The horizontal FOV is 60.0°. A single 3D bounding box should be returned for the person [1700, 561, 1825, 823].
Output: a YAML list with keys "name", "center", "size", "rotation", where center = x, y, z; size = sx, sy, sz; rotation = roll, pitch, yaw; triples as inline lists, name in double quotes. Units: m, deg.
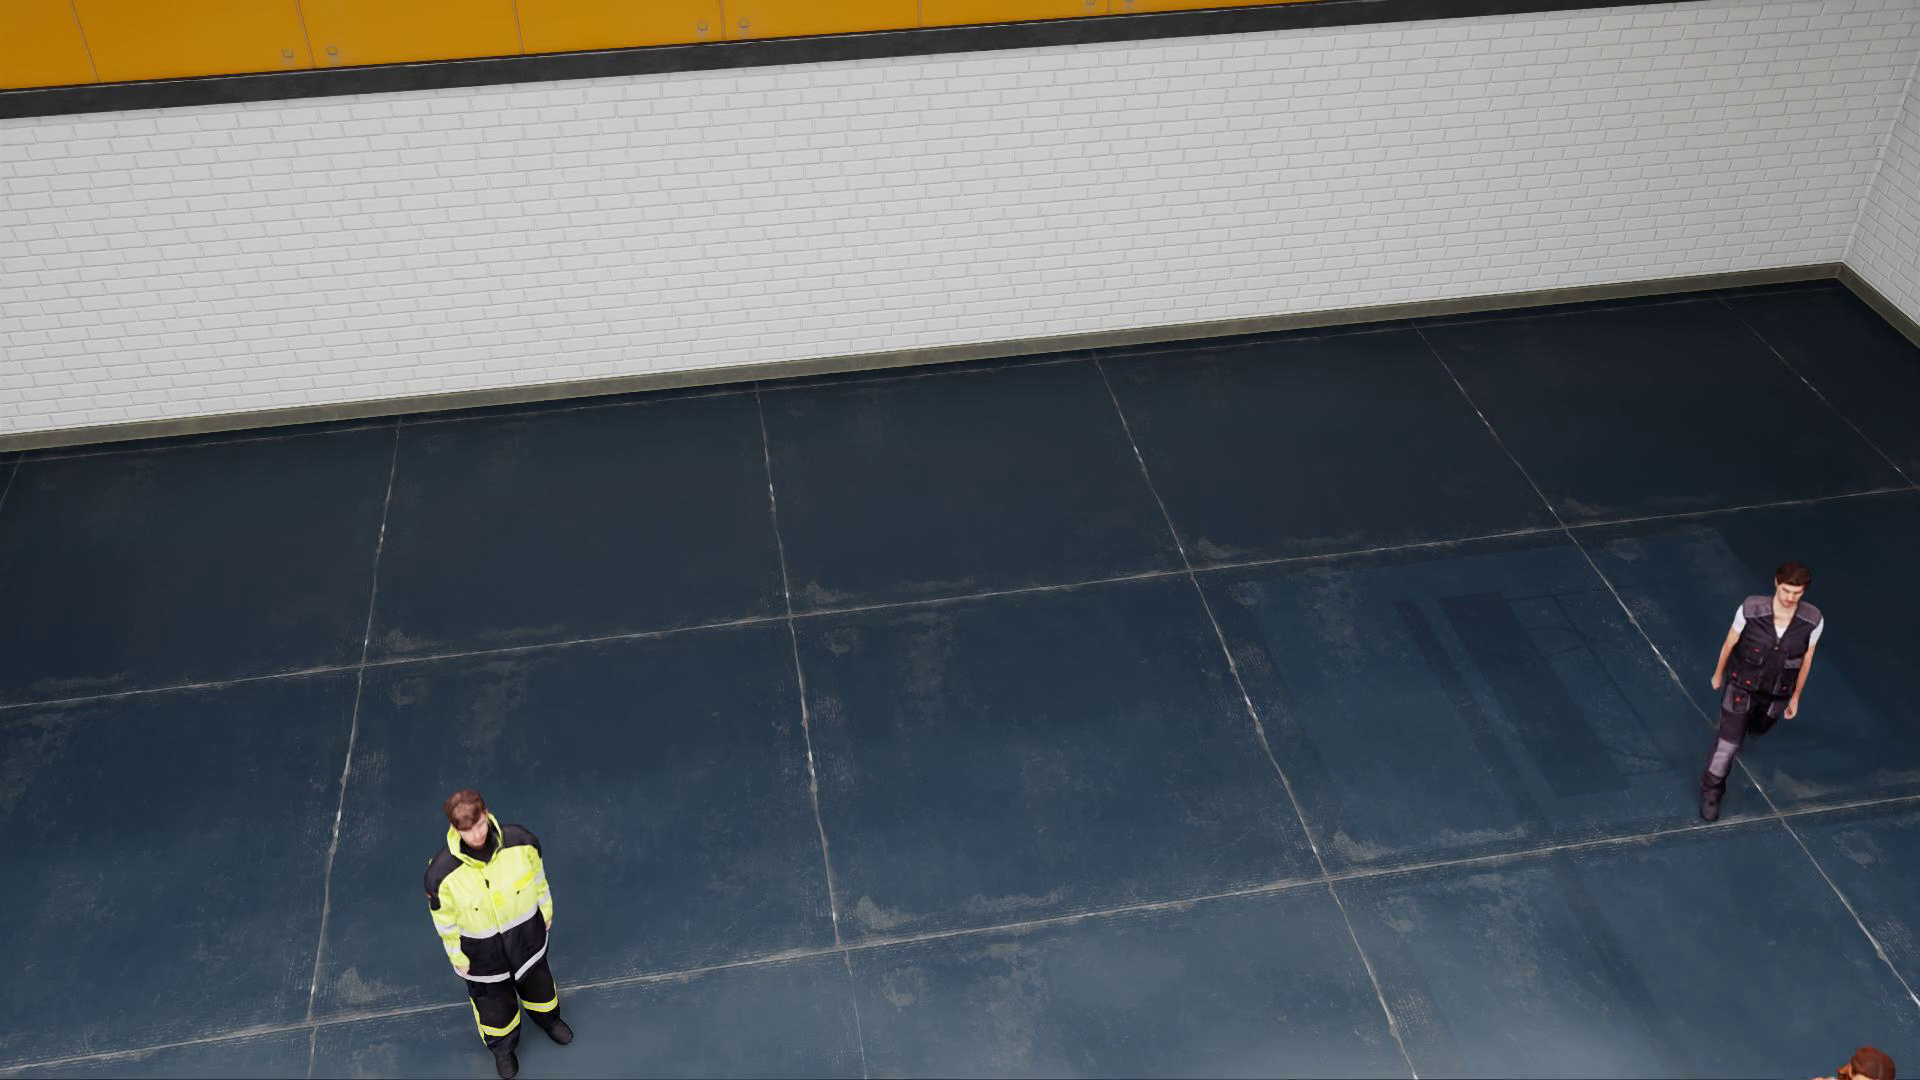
- name: "person"
  center: [4.906, 0.836, 10.232]
  size: [0.945, 1.819, 1.216]
  rotation: [9, 39, 11]

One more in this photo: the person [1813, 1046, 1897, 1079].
- name: "person"
  center: [3.966, 2.846, 7.753]
  size: [0.843, 1.773, 0.975]
  rotation: [12, 40, 15]

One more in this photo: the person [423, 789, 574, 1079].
- name: "person"
  center: [-2.396, 2.002, 8.641]
  size: [0.867, 1.983, 0.840]
  rotation: [-26, 45, -29]
